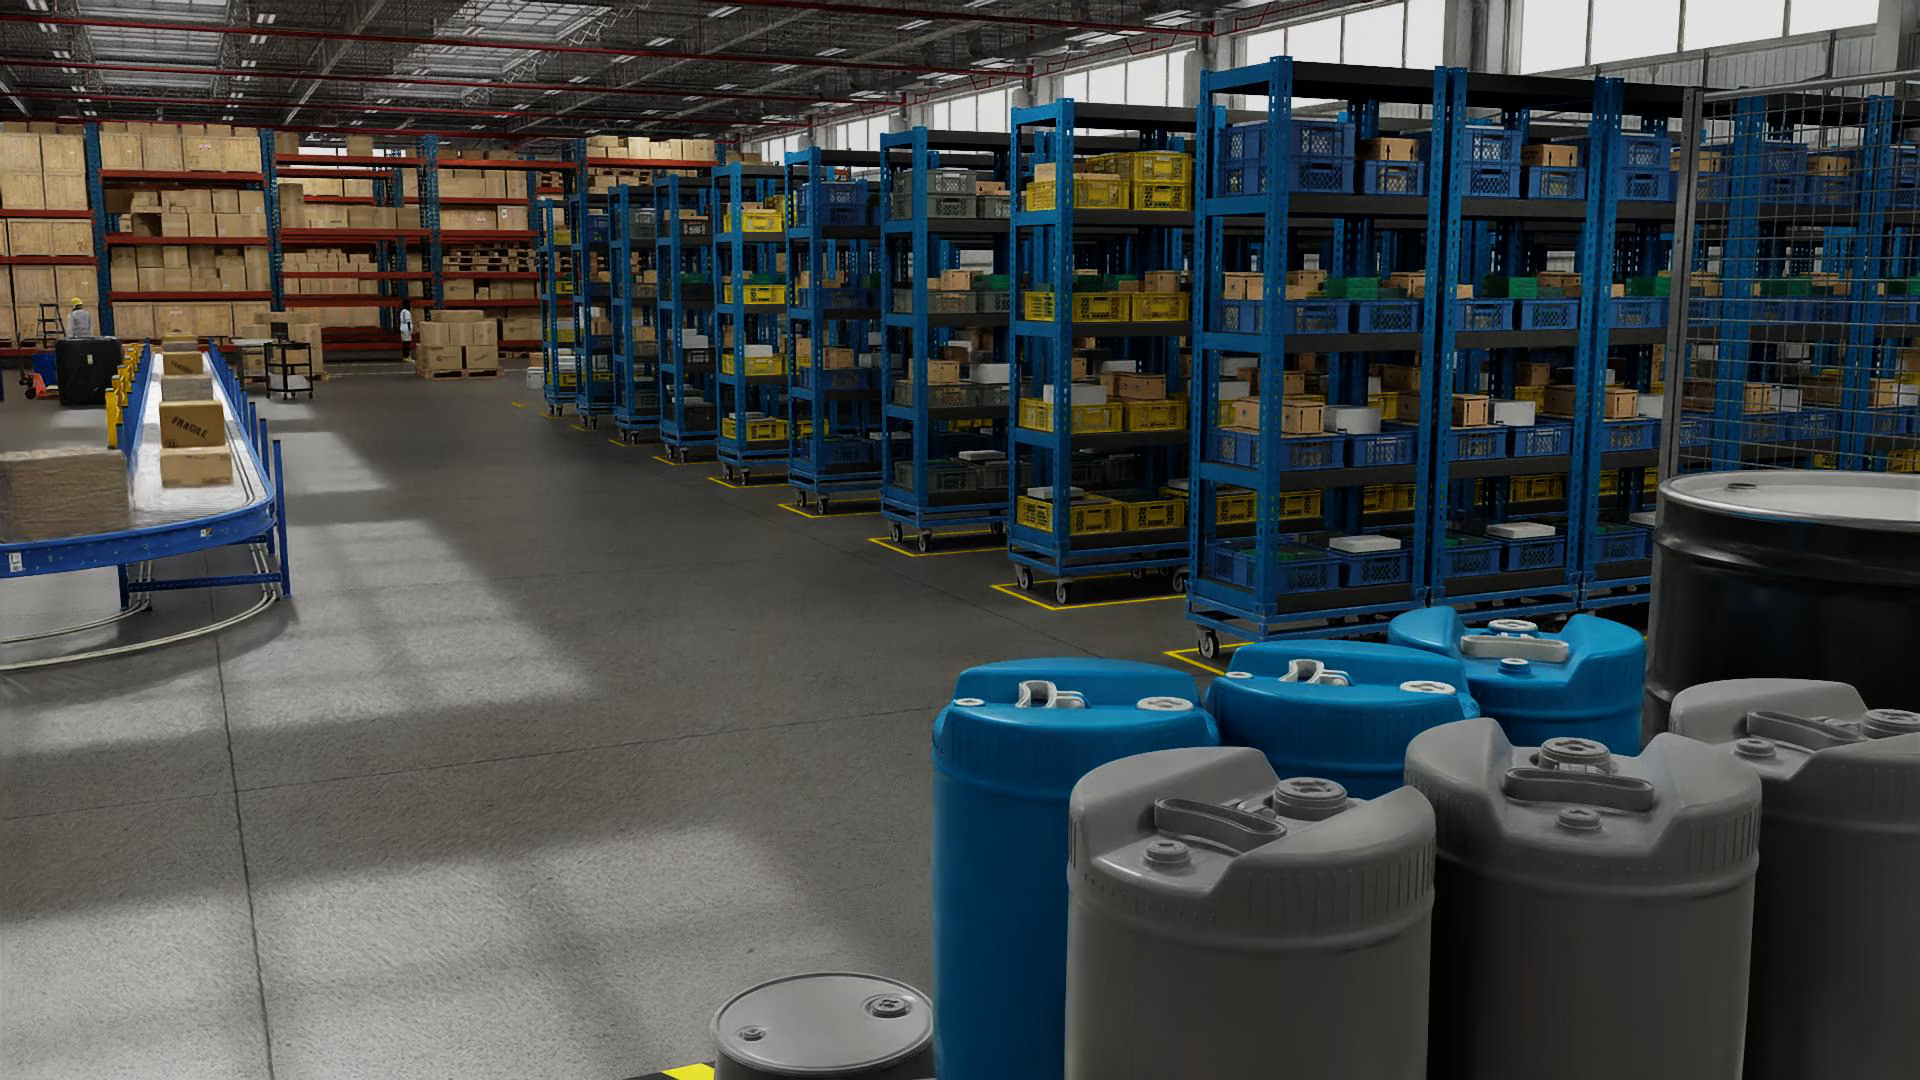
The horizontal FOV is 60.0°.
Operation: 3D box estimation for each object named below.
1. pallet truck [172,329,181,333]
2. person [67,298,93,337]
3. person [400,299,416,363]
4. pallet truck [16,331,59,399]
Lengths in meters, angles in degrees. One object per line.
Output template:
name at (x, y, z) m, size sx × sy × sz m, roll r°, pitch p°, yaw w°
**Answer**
pallet truck at (-17.275, -3.851, 35.096) m, size 1.601 × 1.201 × 0.680 m, roll 0°, pitch 9°, yaw 1°
person at (-20.202, -4.643, 38.181) m, size 0.403 × 1.826 × 0.594 m, roll 5°, pitch 10°, yaw 27°
person at (-14.721, -5.562, 44.261) m, size 0.318 × 1.696 × 0.532 m, roll -6°, pitch 11°, yaw -34°
pallet truck at (-17.082, -3.353, 31.781) m, size 1.630 × 1.274 × 0.653 m, roll -4°, pitch 10°, yaw -25°
